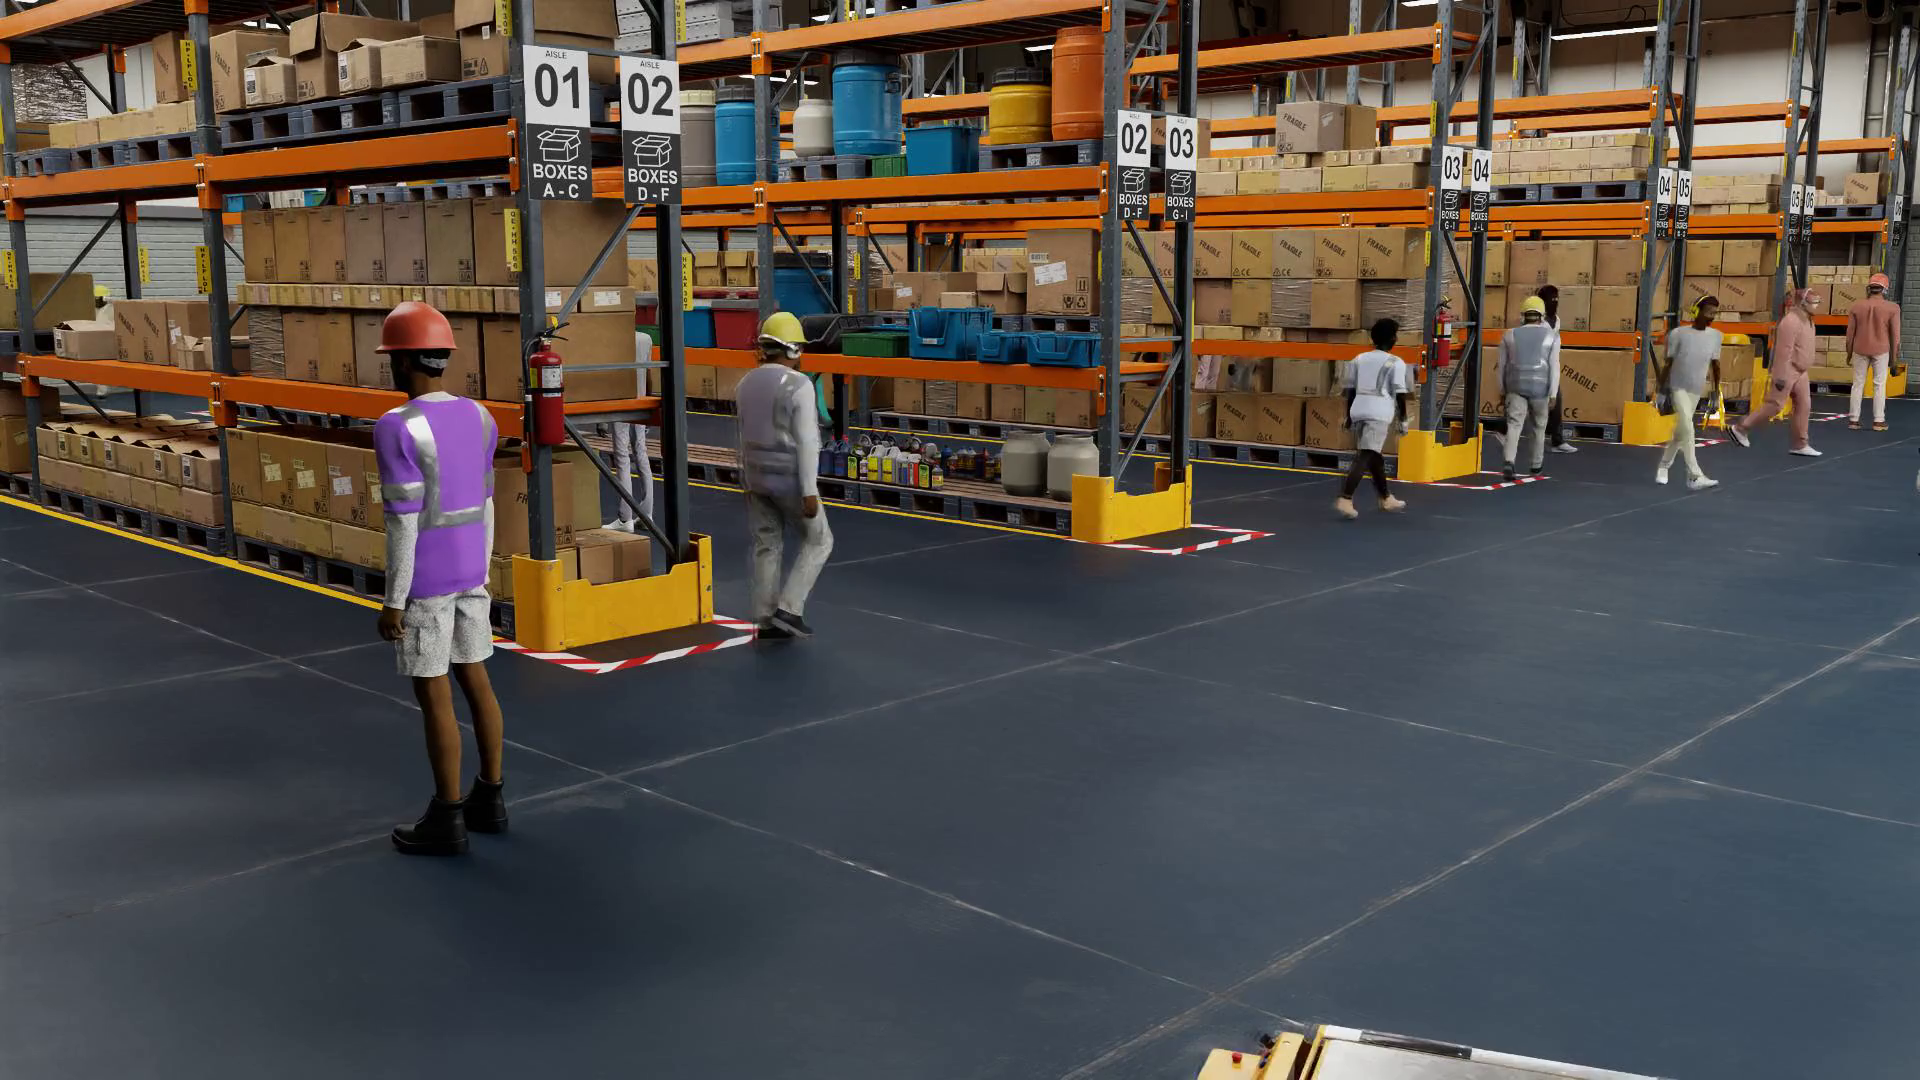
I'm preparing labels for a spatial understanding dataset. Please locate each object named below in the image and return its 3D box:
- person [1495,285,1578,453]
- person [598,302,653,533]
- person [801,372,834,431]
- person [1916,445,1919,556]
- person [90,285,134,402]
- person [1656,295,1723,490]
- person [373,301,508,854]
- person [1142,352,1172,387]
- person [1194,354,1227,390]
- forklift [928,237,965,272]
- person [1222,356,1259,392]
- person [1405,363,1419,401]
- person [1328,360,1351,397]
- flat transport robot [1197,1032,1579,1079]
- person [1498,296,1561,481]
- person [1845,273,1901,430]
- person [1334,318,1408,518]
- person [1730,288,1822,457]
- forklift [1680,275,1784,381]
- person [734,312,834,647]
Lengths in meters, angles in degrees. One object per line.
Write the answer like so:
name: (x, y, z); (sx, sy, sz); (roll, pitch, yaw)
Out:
person: (6.543, -1.951, 18.843); (0.610, 1.877, 0.960); (-7, 12, -37)
person: (-2.614, -0.994, 12.998); (0.328, 1.872, 0.508); (7, 11, 36)
person: (-1.904, -2.212, 20.899); (0.920, 1.715, 0.546); (9, 13, 43)
person: (7.119, -0.691, 11.868); (0.497, 1.623, 0.532); (-2, 9, -11)
person: (-13.235, -3.074, 25.943); (0.601, 1.811, 0.735); (6, 11, 32)
person: (6.852, -1.389, 15.633); (0.528, 1.812, 0.958); (-1, 9, -6)
person: (-1.873, 0.130, 5.901); (0.376, 1.935, 0.550); (4, 10, 22)
person: (2.730, -2.571, 22.200); (0.621, 2.023, 0.582); (-6, 11, -34)
person: (3.480, -2.678, 22.940); (0.614, 1.993, 0.395); (-9, 13, -43)
forklift: (-0.326, -5.817, 39.609); (1.129, 2.768, 1.873); (9, 13, 43)
person: (3.508, -2.261, 20.642); (0.605, 1.908, 0.424); (-8, 12, -42)
person: (4.874, -1.933, 18.290); (0.517, 2.020, 0.632); (6, 11, 32)
person: (4.619, -1.978, 19.805); (0.527, 1.618, 0.345); (-6, 11, -35)
flat transport robot: (1.186, 1.353, 3.631); (1.431, 0.197, 0.652); (4, 10, 21)
person: (5.541, -1.481, 16.238); (0.593, 1.800, 0.893); (5, 10, 27)
person: (11.706, -2.414, 21.332); (0.623, 1.989, 0.401); (8, 12, 41)
person: (3.422, -1.011, 13.788); (0.886, 1.643, 0.539); (-6, 11, -32)
person: (9.130, -1.875, 18.504); (0.654, 1.853, 0.894); (-8, 12, -41)
forklift: (12.480, -3.427, 27.053); (1.214, 2.155, 2.313); (9, 13, 43)
person: (-0.957, -0.323, 9.038); (0.615, 1.814, 0.432); (8, 12, 42)
